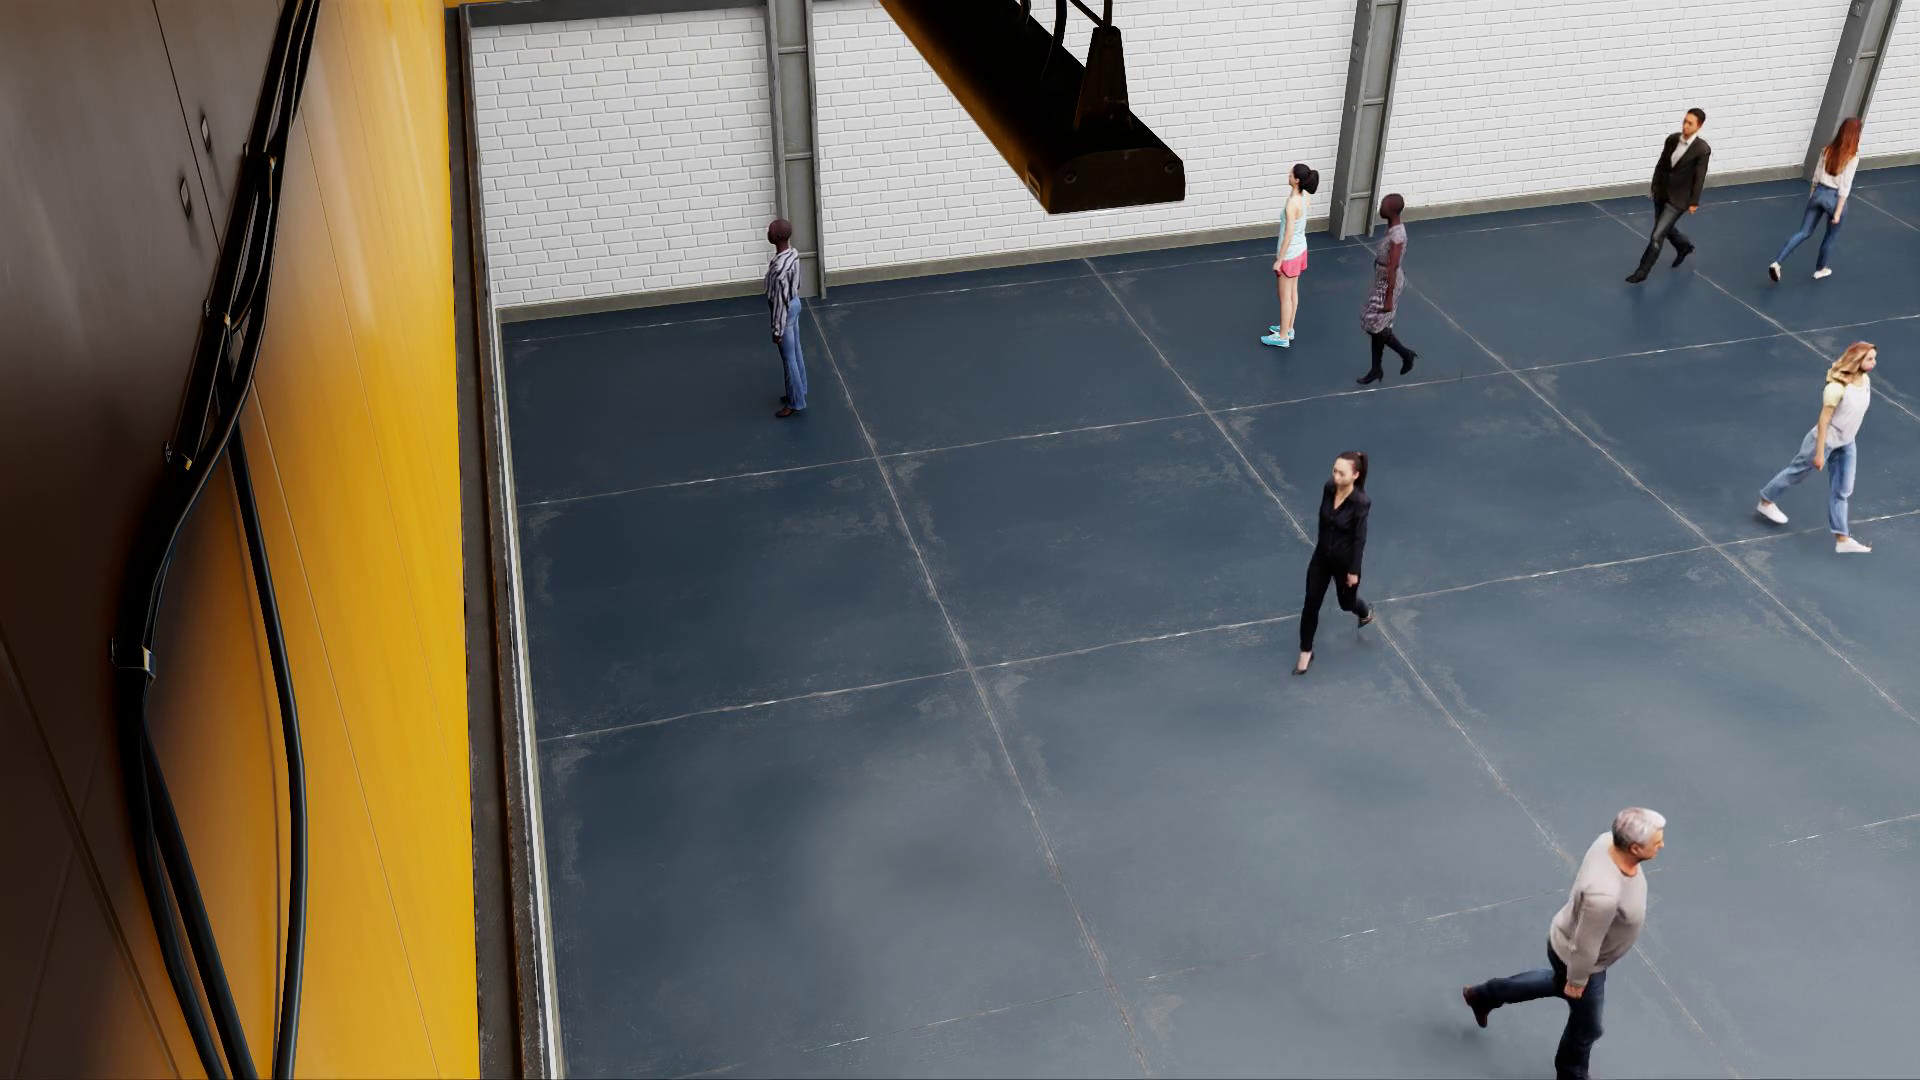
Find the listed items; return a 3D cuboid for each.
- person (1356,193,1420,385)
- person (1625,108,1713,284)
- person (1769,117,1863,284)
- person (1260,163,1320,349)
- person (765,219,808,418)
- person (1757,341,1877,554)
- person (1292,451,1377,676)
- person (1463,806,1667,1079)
[{"bbox_3d":[3.851,-2.174,14.671,0.915,1.769,0.808,2,34,3],"label":"person"},{"bbox_3d":[7.173,-3.434,16.570,1.198,1.765,0.857,-15,37,-22],"label":"person"},{"bbox_3d":[8.514,-3.321,16.459,1.153,1.701,0.761,-17,37,-24],"label":"person"},{"bbox_3d":[3.051,-2.639,15.374,0.763,1.765,0.703,18,38,25],"label":"person"},{"bbox_3d":[-1.484,-1.908,14.246,0.648,1.796,0.687,3,34,5],"label":"person"},{"bbox_3d":[6.497,-0.741,12.616,1.183,1.658,0.953,-20,38,-27],"label":"person"},{"bbox_3d":[2.604,0.143,11.261,1.129,1.686,0.865,-24,40,-31],"label":"person"},{"bbox_3d":[3.017,2.012,8.268,1.232,1.885,1.153,17,37,23],"label":"person"}]
